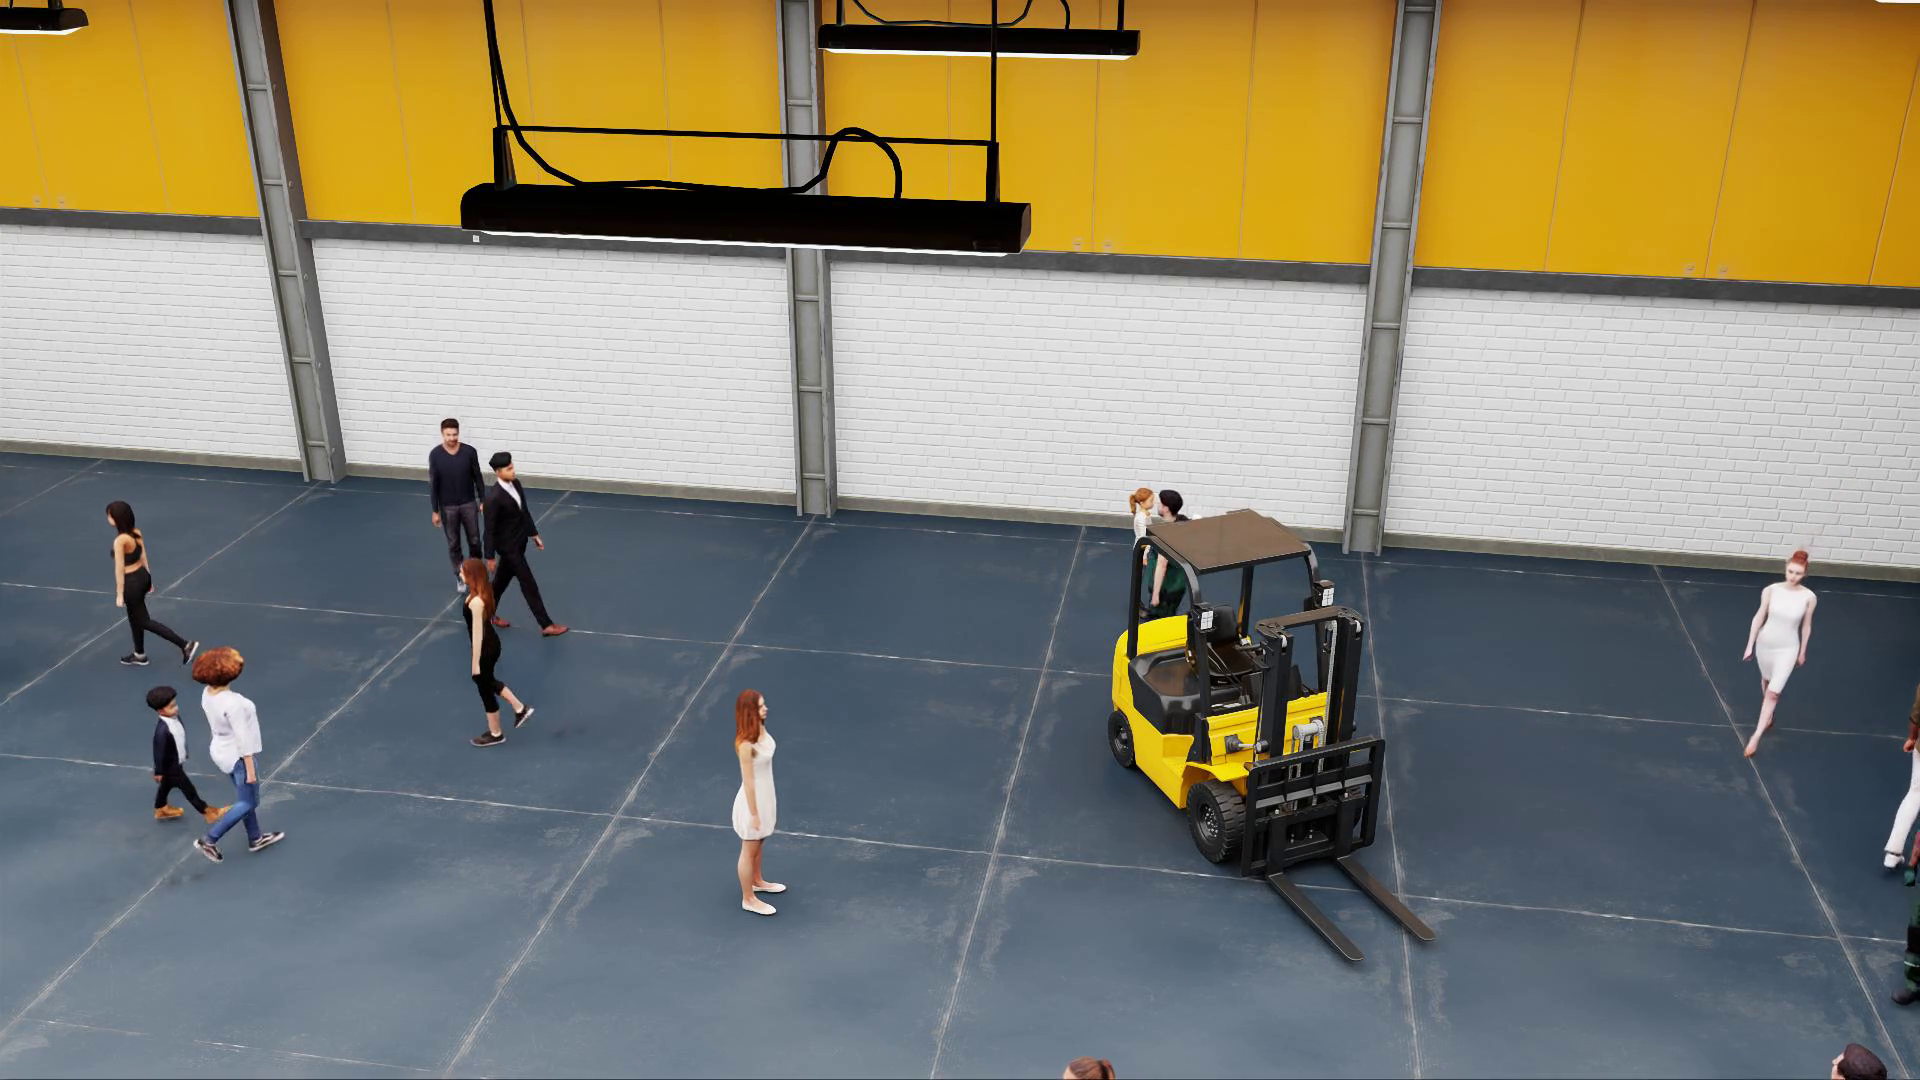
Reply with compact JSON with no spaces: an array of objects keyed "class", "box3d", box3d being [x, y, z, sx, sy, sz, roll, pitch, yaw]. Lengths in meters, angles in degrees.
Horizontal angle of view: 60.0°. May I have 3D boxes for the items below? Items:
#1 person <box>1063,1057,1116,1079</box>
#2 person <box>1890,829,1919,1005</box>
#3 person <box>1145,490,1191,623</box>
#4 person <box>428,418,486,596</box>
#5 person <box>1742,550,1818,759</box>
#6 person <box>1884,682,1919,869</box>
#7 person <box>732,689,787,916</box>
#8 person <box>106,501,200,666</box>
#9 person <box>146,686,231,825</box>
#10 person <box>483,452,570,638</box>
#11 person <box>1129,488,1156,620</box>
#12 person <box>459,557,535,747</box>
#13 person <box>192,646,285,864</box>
[{"class":"person","box3d":[0.588,3.298,8.327,0.702,1.729,0.667,-10,26,-22]},{"class":"person","box3d":[6.439,2.191,10.730,0.960,1.832,0.902,-13,27,-28]},{"class":"person","box3d":[1.906,0.444,14.648,0.744,1.896,0.764,10,26,22]},{"class":"person","box3d":[-5.008,-0.370,16.568,0.736,1.849,0.853,-6,24,-13]},{"class":"person","box3d":[6.788,0.904,13.791,1.095,1.738,0.968,17,29,33]},{"class":"person","box3d":[7.114,1.610,12.125,1.243,1.780,1.227,-18,30,-36]},{"class":"person","box3d":[-1.449,1.819,11.732,0.516,1.711,0.547,4,24,10]},{"class":"person","box3d":[-7.357,0.435,15.011,1.053,1.620,0.674,0,24,0]},{"class":"person","box3d":[-6.092,1.674,12.716,0.911,1.189,0.672,-3,24,-7]},{"class":"person","box3d":[-4.301,0.042,15.640,1.170,1.837,0.690,4,24,10]},{"class":"person","box3d":[1.758,0.111,16.133,0.484,1.316,0.464,4,24,10]},{"class":"person","box3d":[-3.848,0.919,13.782,0.837,1.719,0.715,-3,24,-6]},{"class":"person","box3d":[-5.420,1.620,12.218,0.974,1.687,0.982,20,31,39]}]
